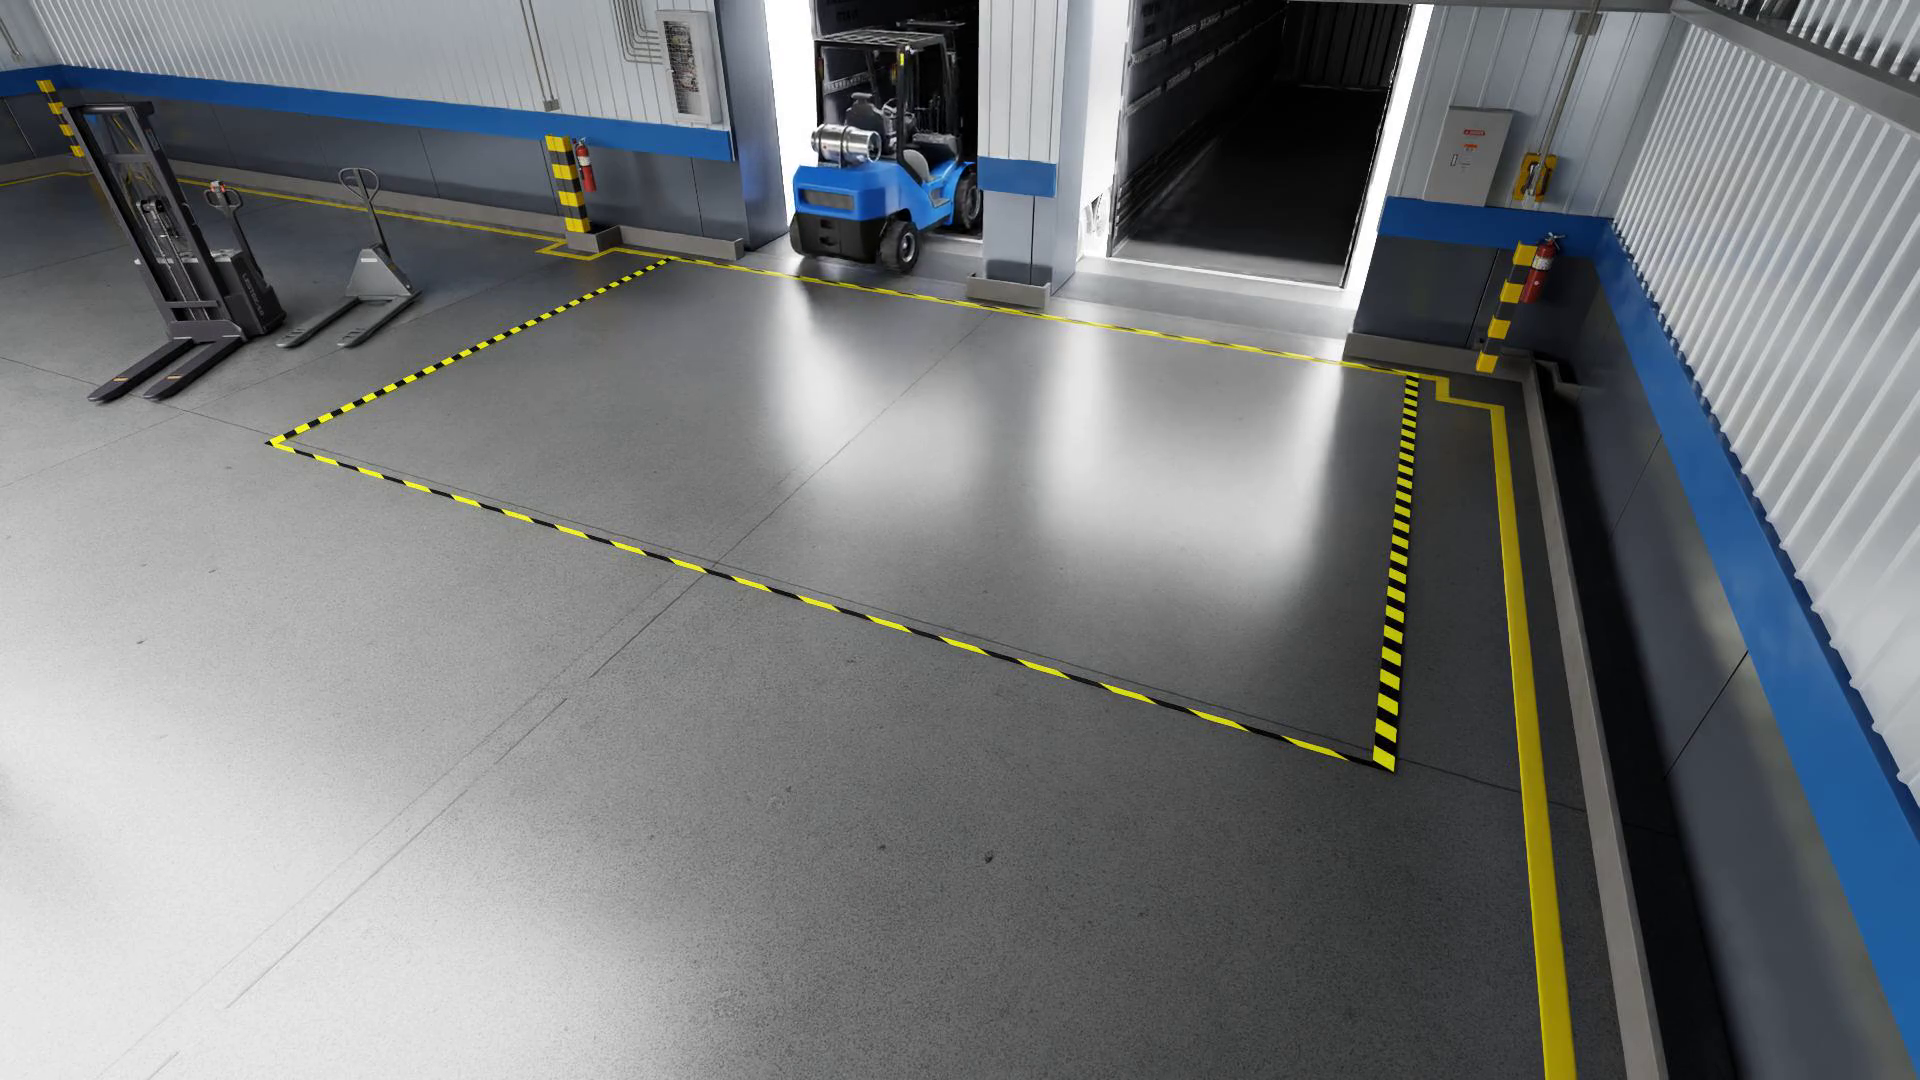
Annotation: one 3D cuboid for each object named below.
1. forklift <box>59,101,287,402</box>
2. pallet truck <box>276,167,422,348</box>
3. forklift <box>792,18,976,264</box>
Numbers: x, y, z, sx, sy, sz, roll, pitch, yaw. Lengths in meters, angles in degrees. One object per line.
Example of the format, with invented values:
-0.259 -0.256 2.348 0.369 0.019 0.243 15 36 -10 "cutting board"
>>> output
-6.686 -2.387 7.434 0.823 1.965 1.885 -3 35 -5 "forklift"
-5.732 -2.611 8.414 0.680 1.201 1.601 -1 35 -1 "pallet truck"
-0.764 -4.436 10.035 1.157 2.036 2.680 16 38 21 "forklift"
